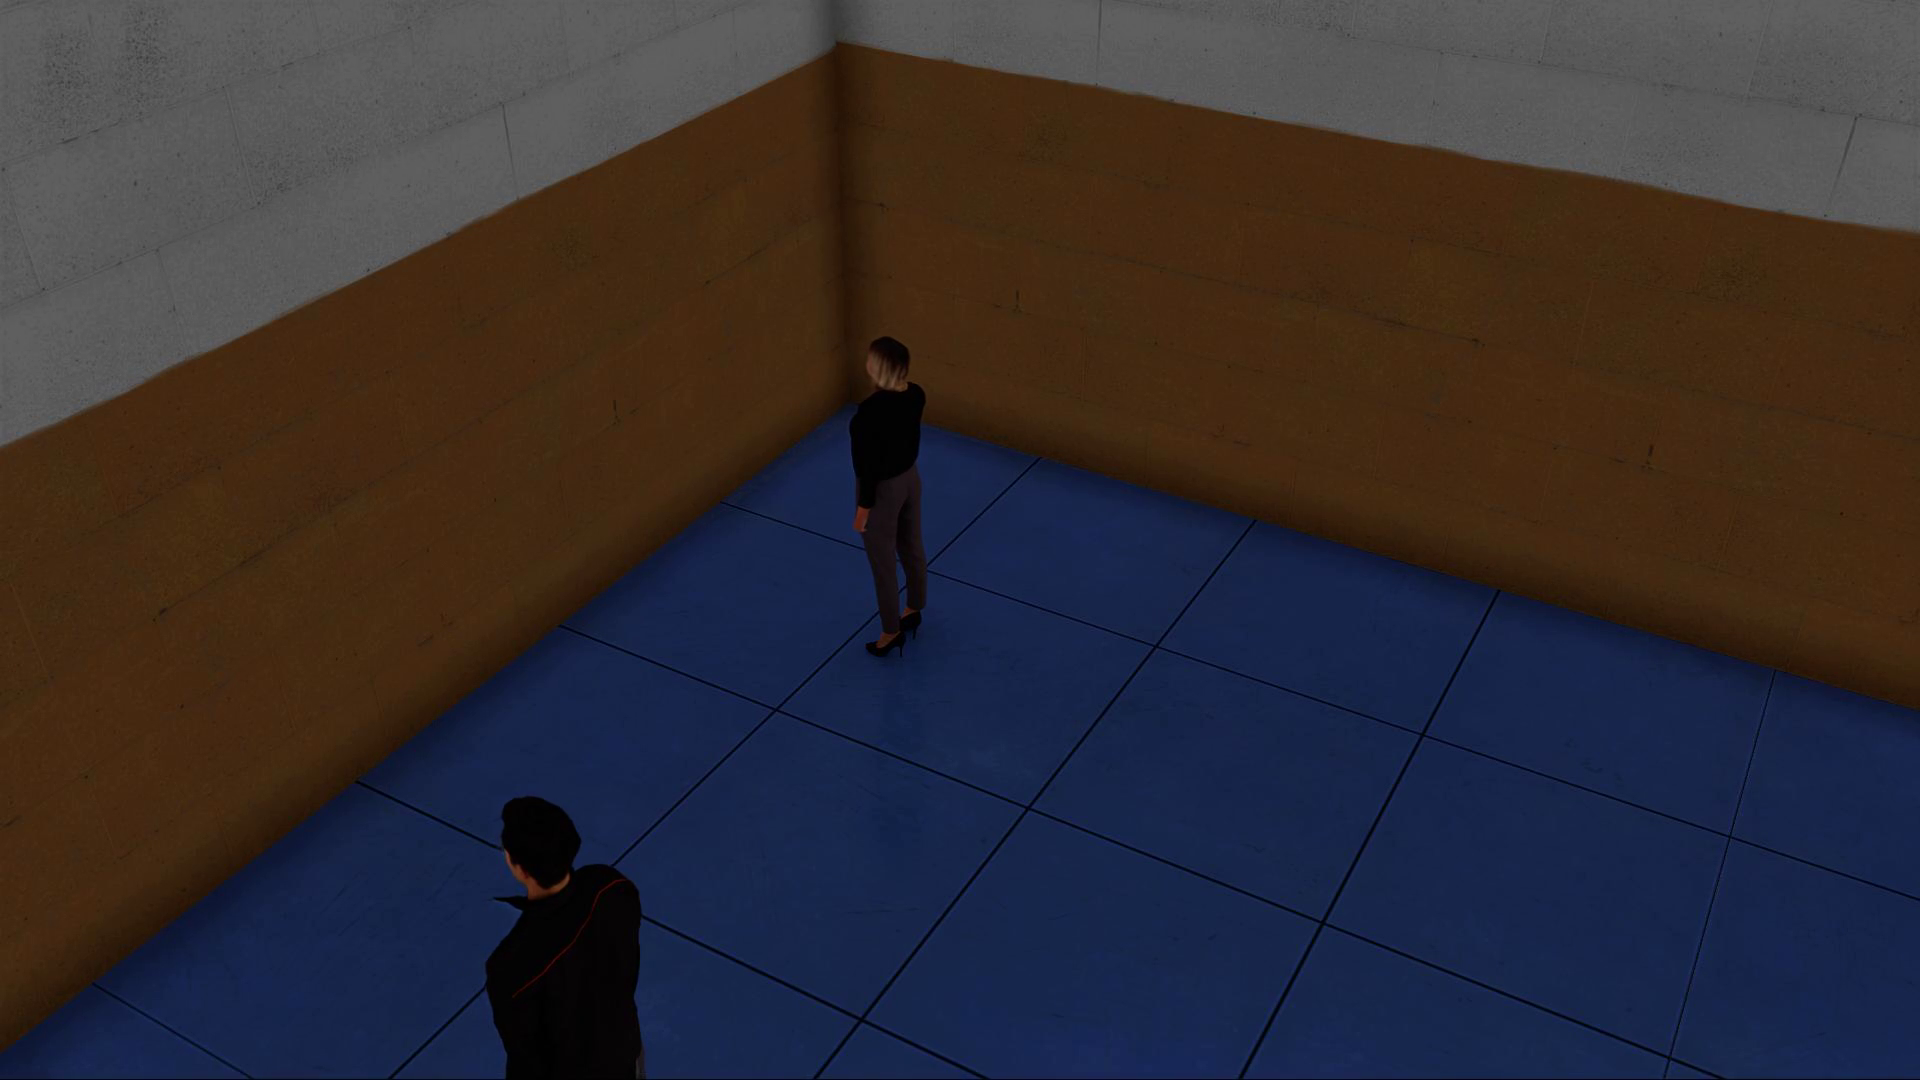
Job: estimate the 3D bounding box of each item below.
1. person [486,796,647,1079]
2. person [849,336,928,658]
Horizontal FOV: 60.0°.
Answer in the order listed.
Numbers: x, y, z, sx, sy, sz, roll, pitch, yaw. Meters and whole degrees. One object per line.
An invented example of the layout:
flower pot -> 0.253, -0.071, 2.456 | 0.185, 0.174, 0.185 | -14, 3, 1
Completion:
person -> -1.114, 1.519, 4.915 | 0.763, 1.946, 0.529 | 15, 37, 22
person -> -0.315, -0.186, 7.726 | 0.667, 1.672, 0.480 | 21, 39, 28
